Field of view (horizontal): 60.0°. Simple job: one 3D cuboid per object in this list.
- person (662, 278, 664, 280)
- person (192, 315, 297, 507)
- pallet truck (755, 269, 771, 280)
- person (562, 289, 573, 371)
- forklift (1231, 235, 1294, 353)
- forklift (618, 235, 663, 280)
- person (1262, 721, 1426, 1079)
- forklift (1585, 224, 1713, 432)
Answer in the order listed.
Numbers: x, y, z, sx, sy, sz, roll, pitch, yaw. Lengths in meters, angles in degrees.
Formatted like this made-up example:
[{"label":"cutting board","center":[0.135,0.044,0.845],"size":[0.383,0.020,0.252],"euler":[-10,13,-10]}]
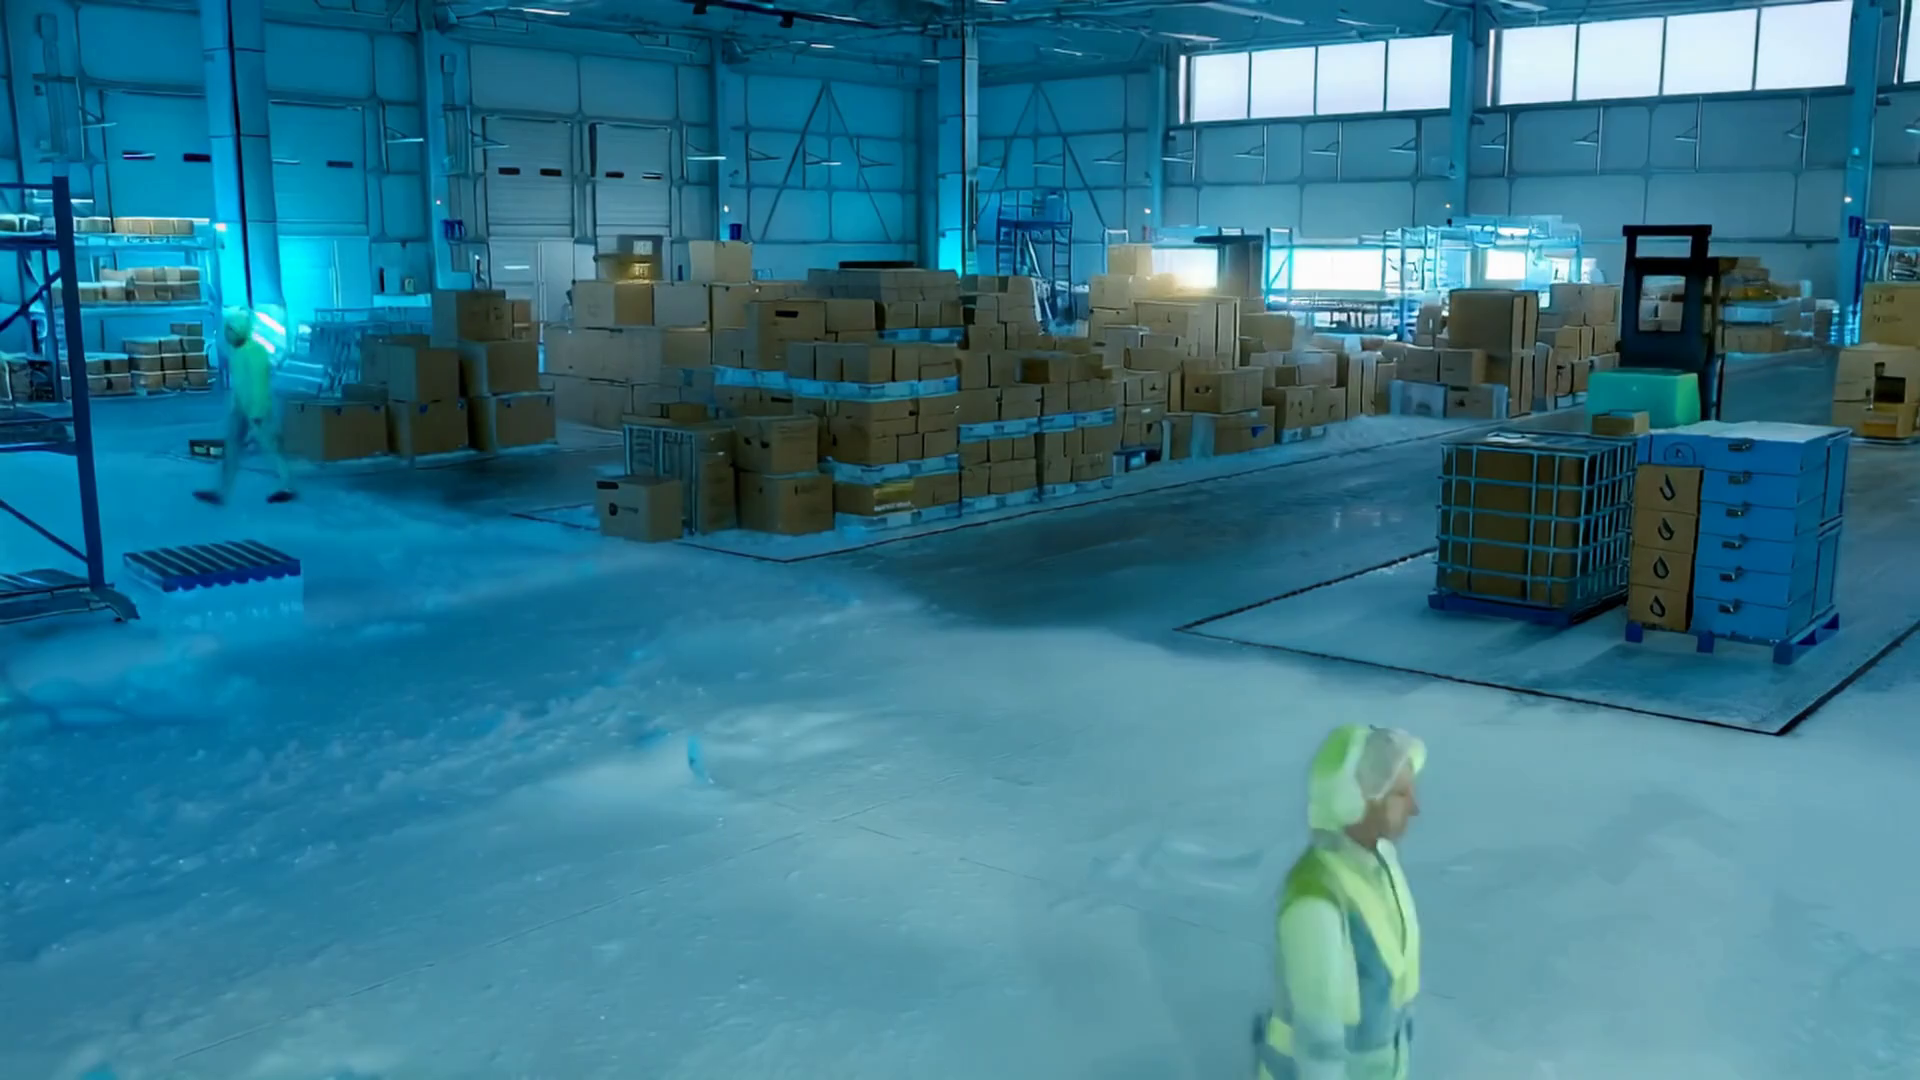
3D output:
[{"label":"person","center":[-6.474,-4.719,35.992],"size":[0.635,1.927,0.372],"euler":[-4,11,-22]},{"label":"person","center":[-7.063,-1.261,16.392],"size":[0.656,1.883,1.005],"euler":[9,14,43]},{"label":"pallet truck","center":[-4.996,-6.432,45.525],"size":[1.885,1.965,0.823],"euler":[-6,12,-32]},{"label":"person","center":[-8.034,-4.344,34.491],"size":[0.322,1.697,0.533],"euler":[4,11,22]},{"label":"forklift","center":[6.310,-5.290,36.513],"size":[1.873,2.768,1.129],"euler":[8,13,40]},{"label":"forklift","center":[-6.839,-5.178,35.876],"size":[1.129,2.768,1.873],"euler":[4,11,23]},{"label":"person","center":[0.732,1.148,3.492],"size":[0.814,1.604,0.508],"euler":[7,12,34]},{"label":"forklift","center":[8.386,-2.380,19.945],"size":[1.129,2.768,1.873],"euler":[8,13,40]}]
